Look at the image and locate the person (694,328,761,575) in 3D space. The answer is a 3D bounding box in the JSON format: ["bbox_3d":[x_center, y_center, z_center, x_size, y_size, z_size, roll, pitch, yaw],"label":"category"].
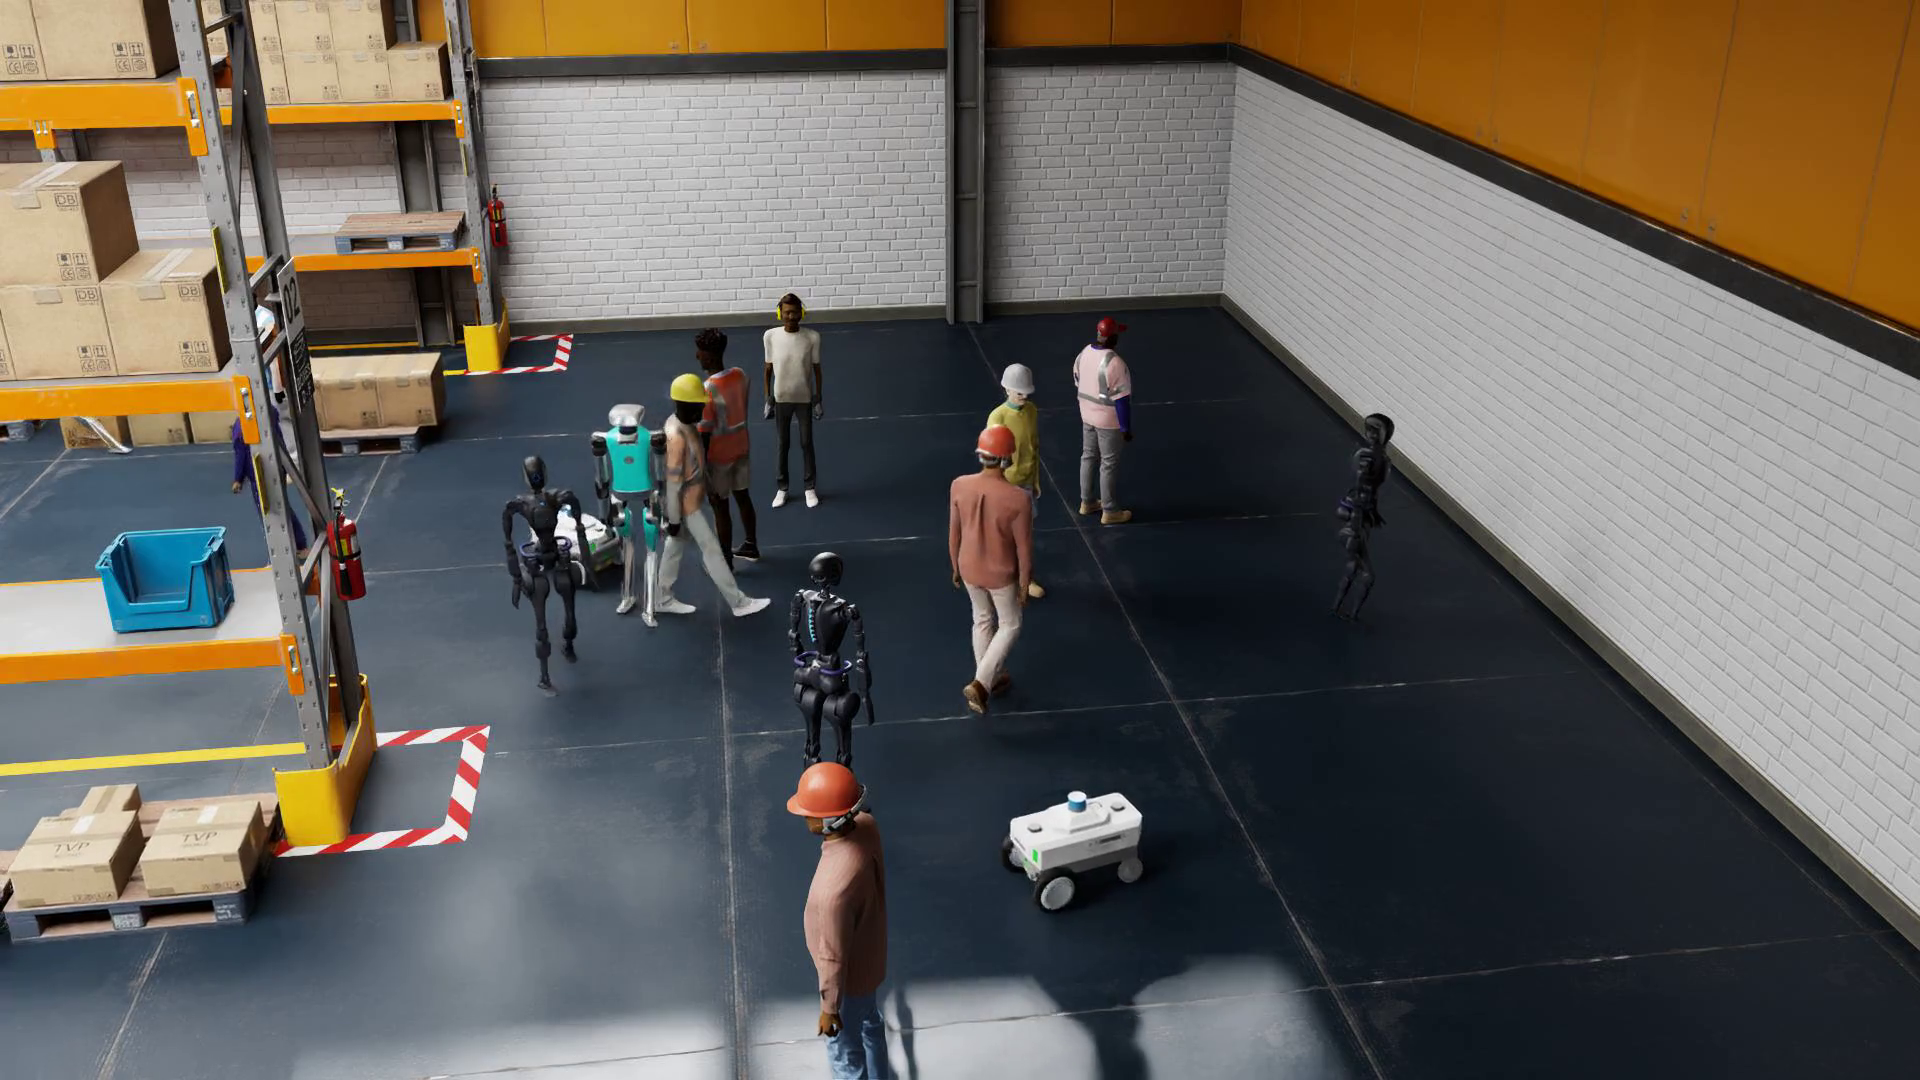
[{"bbox_3d":[-1.833,-0.683,12.867,0.377,1.958,0.596,14,27,28],"label":"person"}]

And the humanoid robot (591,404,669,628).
[{"bbox_3d":[-2.345,-0.234,12.101,0.536,1.747,0.805,-3,24,-6],"label":"humanoid robot"}]

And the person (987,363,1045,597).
[{"bbox_3d":[0.398,-0.425,12.367,0.491,1.880,0.412,-20,31,-38],"label":"person"}]

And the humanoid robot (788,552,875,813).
[{"bbox_3d":[-0.774,0.843,9.707,0.599,1.657,0.315,16,28,31],"label":"humanoid robot"}]

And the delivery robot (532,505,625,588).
[{"bbox_3d":[-2.986,0.023,13.011,0.817,0.613,0.499,14,27,29],"label":"delivery robot"}]

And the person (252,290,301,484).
[{"bbox_3d":[-6.145,-1.388,14.620,0.622,1.836,0.431,15,28,30],"label":"person"}]

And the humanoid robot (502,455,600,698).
[{"bbox_3d":[-2.758,0.201,11.247,0.588,1.647,0.642,-10,26,-22],"label":"humanoid robot"}]

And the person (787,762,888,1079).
[{"bbox_3d":[-0.504,1.818,7.125,0.403,1.986,0.610,4,24,9],"label":"person"}]

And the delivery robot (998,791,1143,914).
[{"bbox_3d":[0.643,1.669,9.222,0.765,0.582,0.499,-10,26,-22],"label":"delivery robot"}]

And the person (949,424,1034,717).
[{"bbox_3d":[0.175,0.219,10.774,0.624,1.977,0.680,14,27,28],"label":"person"}]

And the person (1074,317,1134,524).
[{"bbox_3d":[1.213,-1.000,13.828,0.420,1.754,0.604,-17,29,-33],"label":"person"}]

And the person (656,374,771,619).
[{"bbox_3d":[-1.863,-0.300,12.085,0.925,1.885,0.592,-3,24,-7],"label":"person"}]

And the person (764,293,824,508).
[{"bbox_3d":[-1.408,-1.177,14.083,0.509,1.876,0.329,-1,24,-1],"label":"person"}]

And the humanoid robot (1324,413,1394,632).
[{"bbox_3d":[2.901,-0.147,11.992,0.426,1.643,0.608,12,26,25],"label":"humanoid robot"}]

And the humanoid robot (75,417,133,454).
[{"bbox_3d":[-8.075,-1.648,15.317,0.951,1.742,0.530,8,25,17],"label":"humanoid robot"}]

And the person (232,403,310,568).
[{"bbox_3d":[-5.390,-0.504,12.883,0.397,1.607,0.610,2,24,4],"label":"person"}]
